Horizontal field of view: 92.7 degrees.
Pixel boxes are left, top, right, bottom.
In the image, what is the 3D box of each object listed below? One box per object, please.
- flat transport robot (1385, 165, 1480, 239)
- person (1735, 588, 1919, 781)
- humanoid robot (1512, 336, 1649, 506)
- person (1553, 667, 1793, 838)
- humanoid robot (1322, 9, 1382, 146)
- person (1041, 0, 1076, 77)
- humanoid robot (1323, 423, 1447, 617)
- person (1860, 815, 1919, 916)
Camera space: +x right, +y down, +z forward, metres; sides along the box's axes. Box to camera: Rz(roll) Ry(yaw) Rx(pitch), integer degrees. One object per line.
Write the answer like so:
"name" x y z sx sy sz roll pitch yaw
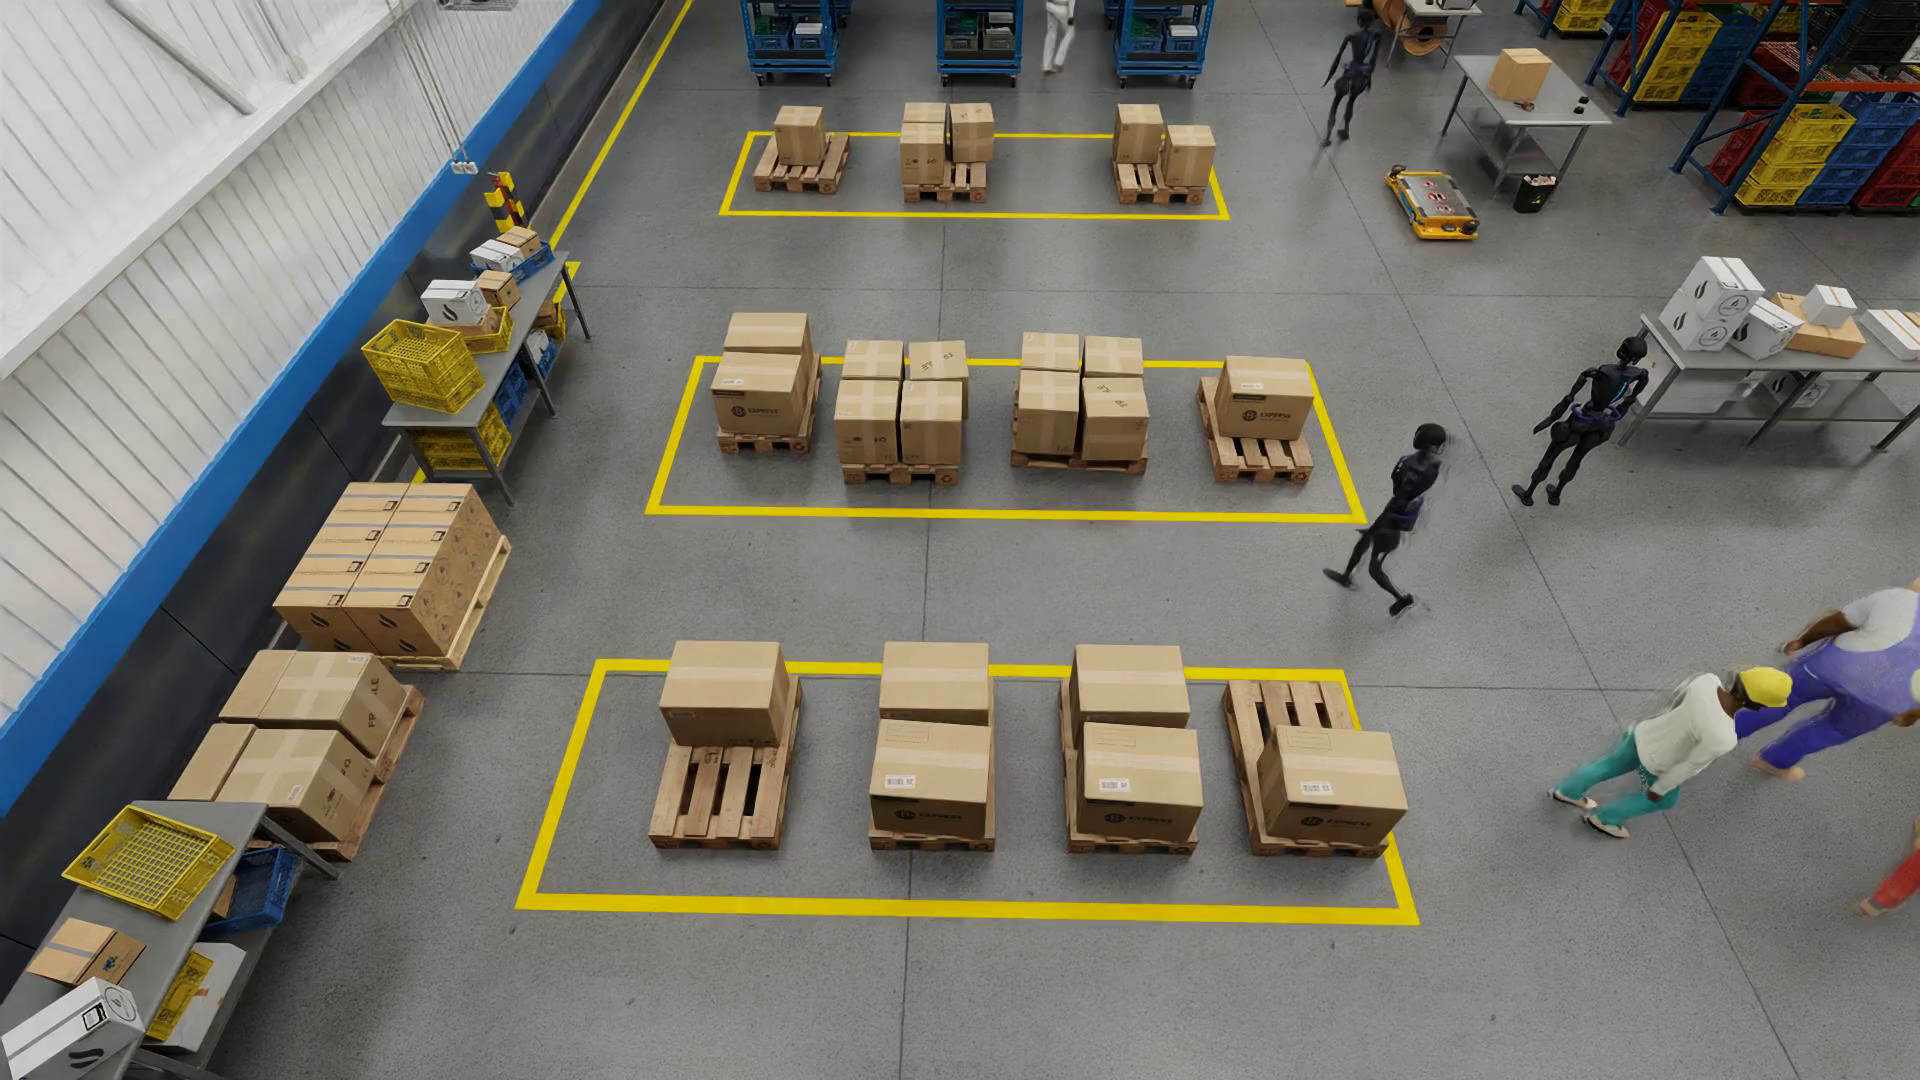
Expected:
"flat transport robot" 5.692 -4.094 11.059 0.652 0.197 1.431 1 49 1
"person" 5.591 0.801 5.669 0.535 2.000 0.805 -26 54 -21
"humanoid robot" 5.036 -0.947 7.412 0.589 1.657 0.327 1 49 1
"person" 4.221 1.278 5.451 0.571 1.739 0.579 14 51 12
"humanoid robot" 5.059 -5.929 11.760 0.633 1.636 0.470 -6 49 -6
"person" 1.428 -7.559 13.023 0.472 1.859 0.655 -32 56 -25
"humanoid robot" 3.244 -0.134 6.738 0.628 1.631 0.610 24 53 19
"person" 5.987 1.514 5.133 1.016 1.926 0.681 -33 57 -25
